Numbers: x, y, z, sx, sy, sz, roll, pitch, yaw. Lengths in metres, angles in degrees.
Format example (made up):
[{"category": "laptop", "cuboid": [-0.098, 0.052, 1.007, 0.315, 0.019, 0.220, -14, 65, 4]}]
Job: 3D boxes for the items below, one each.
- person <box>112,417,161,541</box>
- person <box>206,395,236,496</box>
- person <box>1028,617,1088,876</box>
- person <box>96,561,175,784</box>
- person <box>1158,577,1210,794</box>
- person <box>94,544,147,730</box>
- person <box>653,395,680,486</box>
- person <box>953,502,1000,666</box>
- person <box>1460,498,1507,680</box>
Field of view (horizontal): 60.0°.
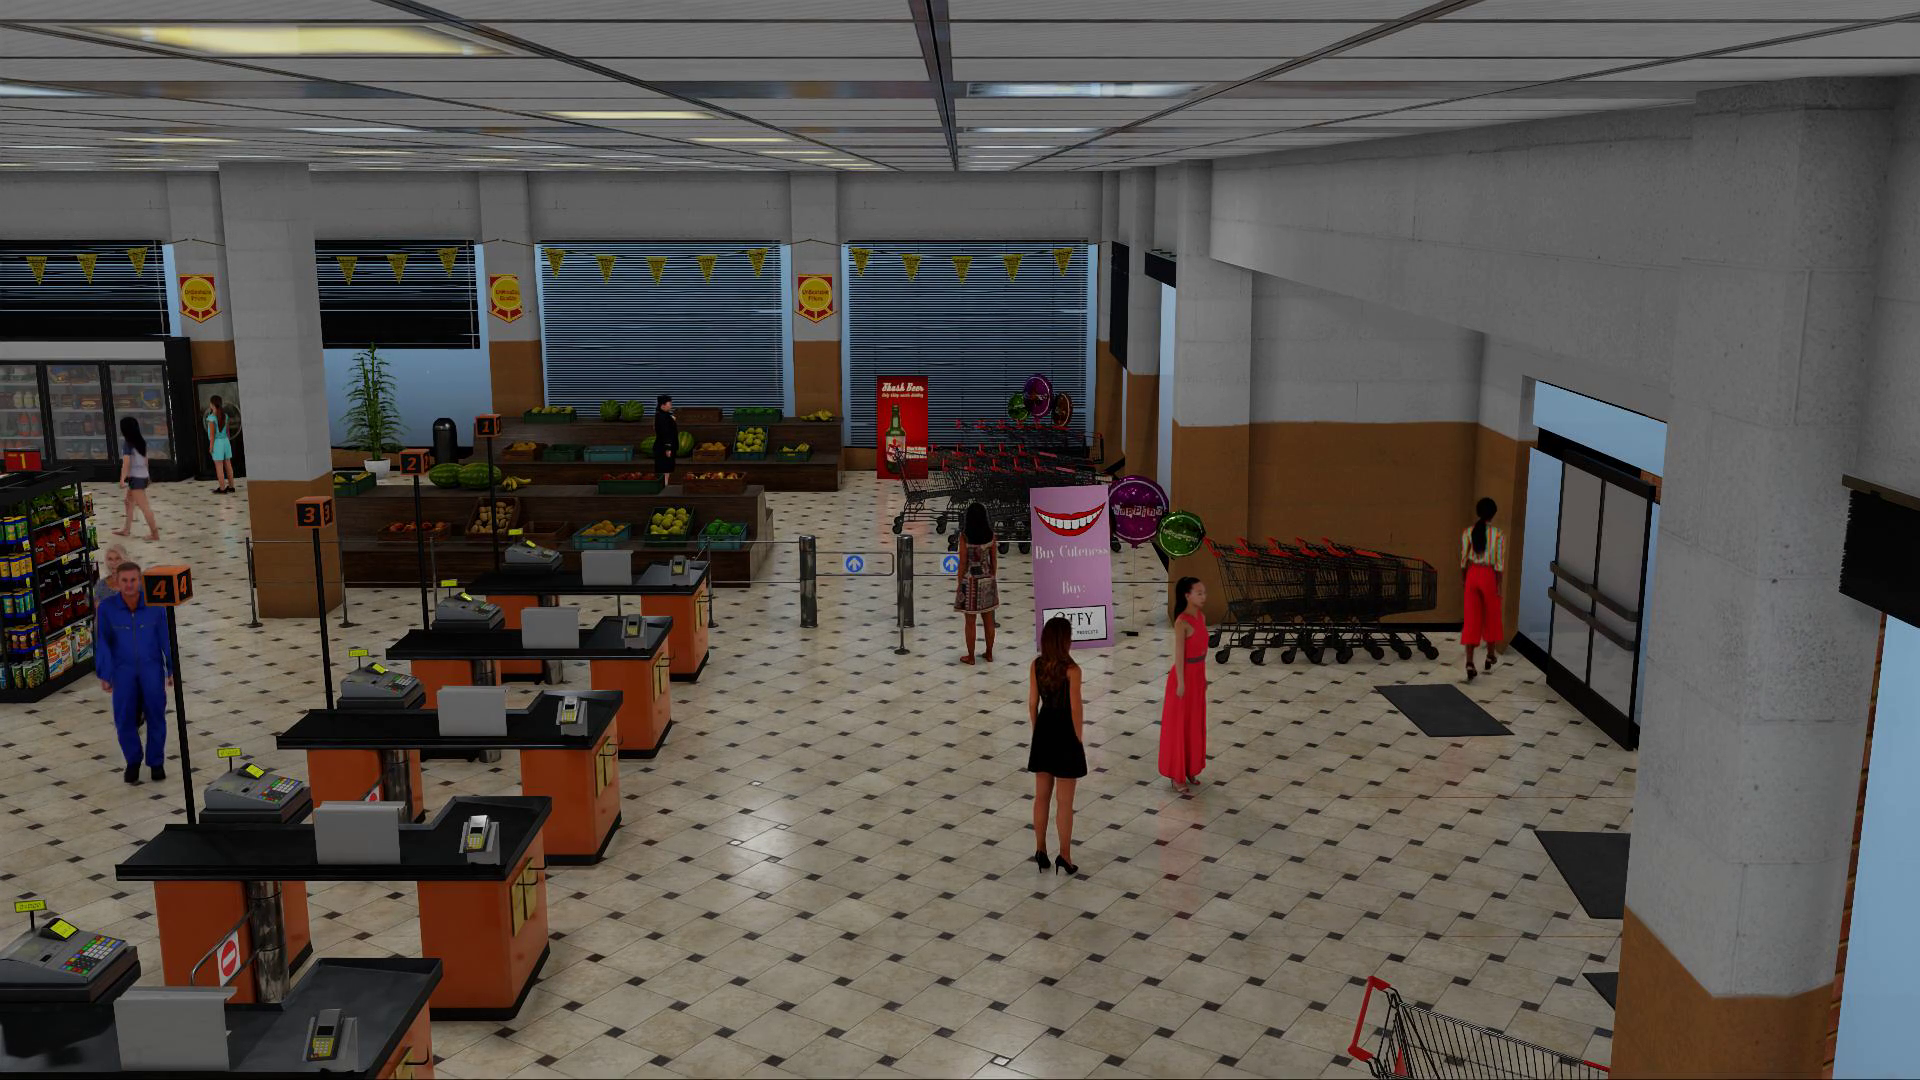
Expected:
[{"category": "person", "cuboid": [-11.085, -0.819, 22.573, 0.890, 1.684, 0.629, -1, 12, -3]}, {"category": "person", "cuboid": [-11.626, -1.502, 26.127, 0.650, 1.558, 0.629, 6, 13, 25]}, {"category": "person", "cuboid": [0.665, 1.428, 11.541, 0.639, 1.834, 0.730, 8, 14, 34]}, {"category": "person", "cuboid": [-6.627, 1.046, 13.402, 0.810, 1.813, 0.933, -7, 14, -30]}, {"category": "person", "cuboid": [1.807, 1.132, 13.206, 0.754, 1.727, 0.714, 9, 15, 36]}, {"category": "person", "cuboid": [-7.276, 0.878, 14.539, 1.098, 1.675, 0.860, -3, 12, -16]}, {"category": "person", "cuboid": [-4.465, -1.361, 25.184, 0.688, 1.671, 0.745, -2, 12, -11]}, {"category": "person", "cuboid": [0.168, 0.427, 16.752, 0.639, 1.645, 0.784, -6, 13, -27]}, {"category": "person", "cuboid": [5.035, 0.496, 16.136, 1.006, 1.764, 0.952, 7, 14, 30]}]
